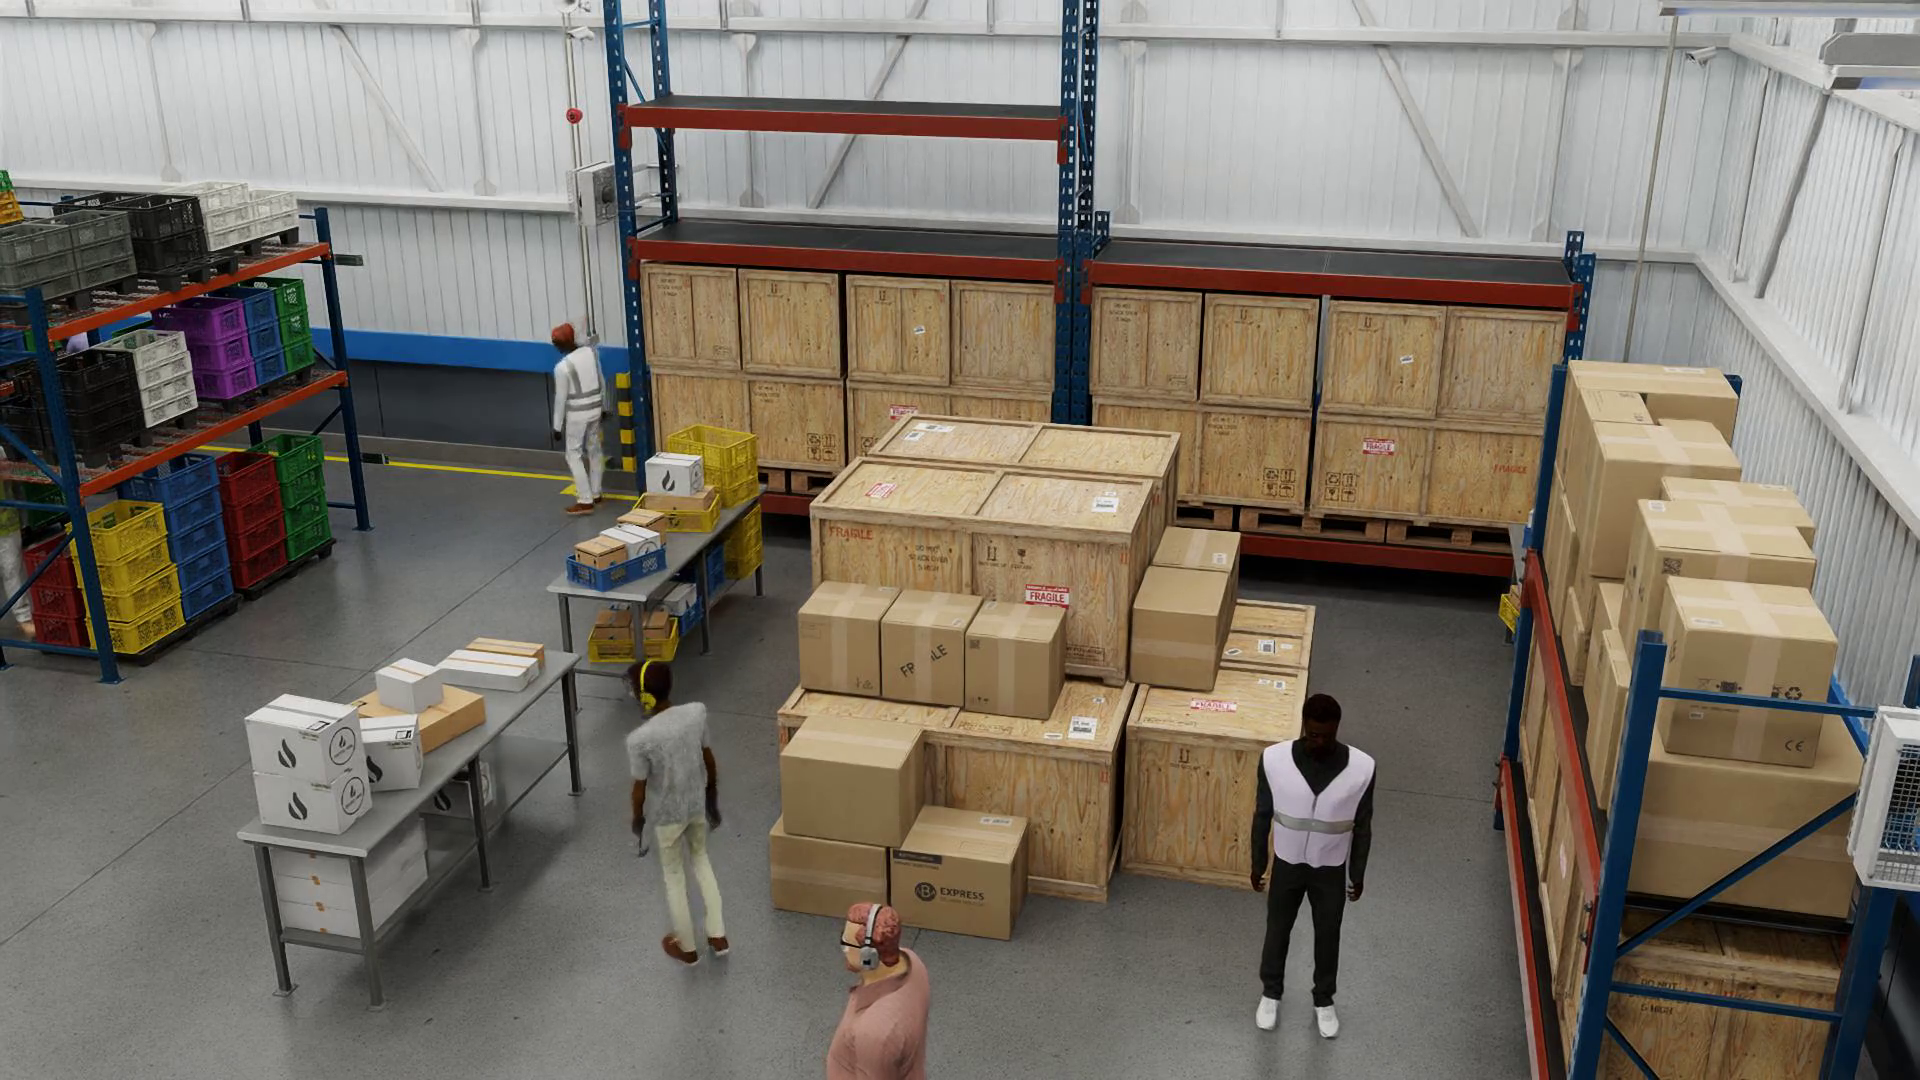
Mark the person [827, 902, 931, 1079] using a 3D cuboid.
[{"bbox_3d":[-0.335,2.311,6.697,0.402,1.906,0.673,3,21,9],"label":"person"}]

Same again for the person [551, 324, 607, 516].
[{"bbox_3d":[-3.593,-1.158,15.847,0.377,1.854,0.682,14,25,32],"label":"person"}]

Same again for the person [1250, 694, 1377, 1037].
[{"bbox_3d":[1.775,1.629,8.470,0.592,1.910,0.379,4,21,10],"label":"person"}]

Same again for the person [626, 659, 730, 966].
[{"bbox_3d":[-1.532,1.471,8.962,0.554,1.860,0.362,-19,28,-40],"label":"person"}]

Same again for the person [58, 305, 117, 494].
[{"bbox_3d":[-8.565,-1.423,16.412,0.352,1.937,0.635,-10,23,-25],"label":"person"}]

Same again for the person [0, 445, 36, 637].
[{"bbox_3d":[-7.607,-0.076,13.028,0.624,1.841,0.430,-18,27,-39],"label":"person"}]
